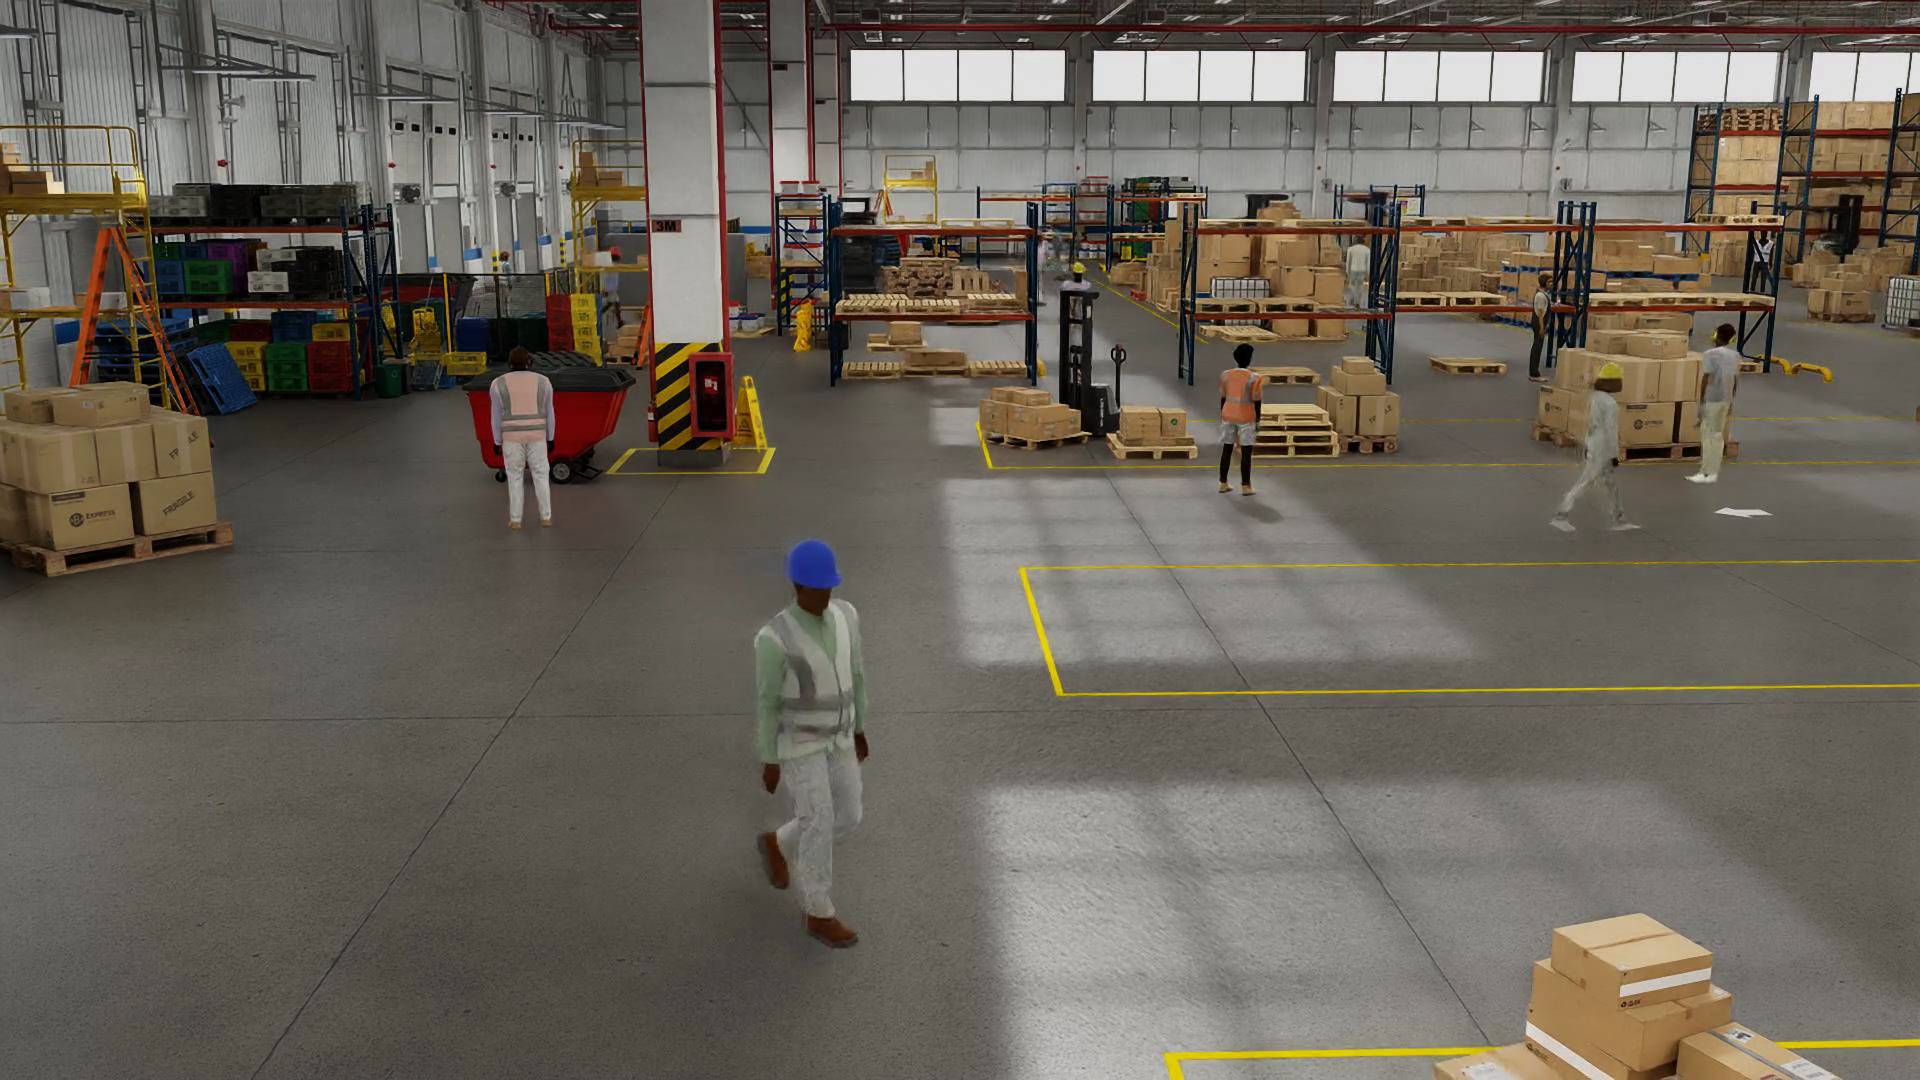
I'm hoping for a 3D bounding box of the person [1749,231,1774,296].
[{"bbox_3d":[23.133,-7.997,48.023,0.597,1.915,0.374,6,14,24],"label":"person"}]

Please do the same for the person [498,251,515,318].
[{"bbox_3d":[-11.166,-6.260,40.832,0.313,1.634,0.514,-10,16,-38],"label":"person"}]

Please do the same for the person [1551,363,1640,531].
[{"bbox_3d":[6.348,-0.913,16.527,0.883,1.701,0.496,1,13,6],"label":"person"}]

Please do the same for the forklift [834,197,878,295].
[{"bbox_3d":[-3.061,-8.503,48.113,1.129,2.768,1.873,-2,13,-10],"label":"forklift"}]

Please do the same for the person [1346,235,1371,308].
[{"bbox_3d":[10.579,-7.157,44.260,0.654,1.902,0.871,1,13,6],"label":"person"}]

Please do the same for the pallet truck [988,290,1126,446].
[{"bbox_3d":[1.257,-2.299,22.111,1.885,1.965,0.823,-9,15,-35],"label":"pallet truck"}]

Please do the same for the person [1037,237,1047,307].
[{"bbox_3d":[1.981,-7.110,44.165,0.662,1.840,0.798,-11,16,-40],"label":"person"}]

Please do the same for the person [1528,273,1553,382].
[{"bbox_3d":[9.946,-3.630,28.467,0.344,1.847,0.504,3,13,15],"label":"person"}]

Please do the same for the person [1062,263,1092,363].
[{"bbox_3d":[2.184,-4.158,30.762,0.598,1.886,0.941,-2,13,-9],"label":"person"}]

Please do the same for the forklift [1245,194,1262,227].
[{"bbox_3d":[9.654,-9.989,54.820,1.873,2.768,1.129,0,12,-2],"label":"forklift"}]

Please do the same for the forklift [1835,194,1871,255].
[{"bbox_3d":[28.687,-9.750,53.743,1.873,2.768,1.129,0,12,-2],"label":"forklift"}]

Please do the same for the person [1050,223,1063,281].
[{"bbox_3d":[3.186,-9.476,54.721,0.487,1.909,0.646,3,13,11],"label":"person"}]

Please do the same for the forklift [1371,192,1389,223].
[{"bbox_3d":[15.072,-11.111,59.888,1.873,2.768,1.129,0,12,-2],"label":"forklift"}]

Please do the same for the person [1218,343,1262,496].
[{"bbox_3d":[3.108,-1.337,18.474,0.533,1.690,0.321,9,16,36],"label":"person"}]

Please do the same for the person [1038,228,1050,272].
[{"bbox_3d":[2.366,-8.235,49.111,0.557,1.906,0.735,-4,13,-17],"label":"person"}]

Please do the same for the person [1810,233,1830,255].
[{"bbox_3d":[27.680,-9.070,53.592,0.830,1.602,0.535,-11,17,-41],"label":"person"}]

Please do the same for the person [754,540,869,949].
[{"bbox_3d":[-0.719,0.910,7.773,0.653,1.914,0.617,10,16,38],"label":"person"}]

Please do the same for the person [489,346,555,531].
[{"bbox_3d":[-4.375,-1.014,16.666,0.624,1.844,0.430,-5,13,-21],"label":"person"}]

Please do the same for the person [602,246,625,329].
[{"bbox_3d":[-8.042,-5.755,37.989,0.893,1.893,0.609,0,12,1],"label":"person"}]

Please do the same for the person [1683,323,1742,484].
[{"bbox_3d":[8.702,-1.569,19.199,0.674,1.829,0.448,-4,13,-18],"label":"person"}]
